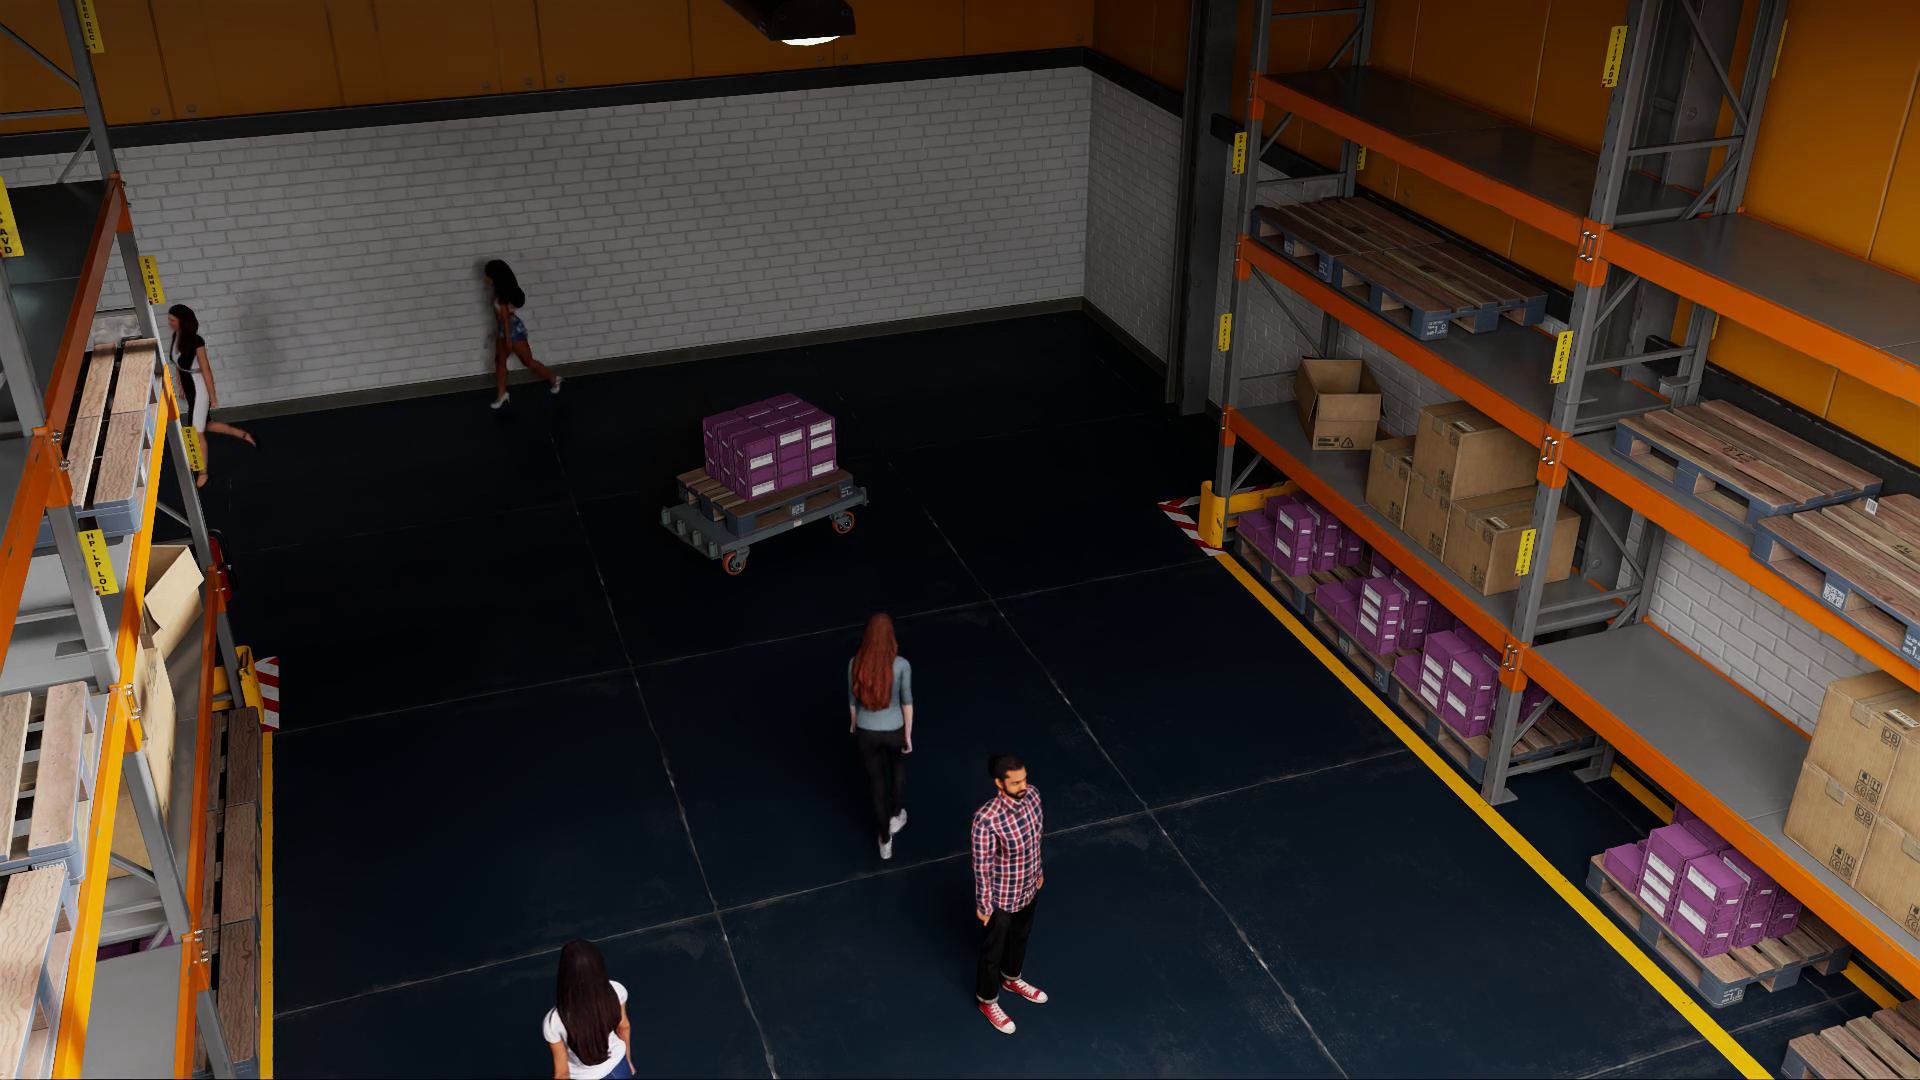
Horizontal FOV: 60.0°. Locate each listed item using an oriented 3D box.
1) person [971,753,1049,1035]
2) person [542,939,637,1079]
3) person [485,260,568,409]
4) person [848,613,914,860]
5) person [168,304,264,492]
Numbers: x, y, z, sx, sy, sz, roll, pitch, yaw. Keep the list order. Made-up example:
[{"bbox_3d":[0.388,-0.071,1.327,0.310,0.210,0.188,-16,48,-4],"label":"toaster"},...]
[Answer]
[{"bbox_3d":[0.274,1.941,9.355,0.792,1.761,0.789,21,35,34],"label":"person"},{"bbox_3d":[-1.746,2.644,8.052,0.664,1.774,0.648,-24,37,-37],"label":"person"},{"bbox_3d":[-4.469,-2.079,16.917,0.721,1.576,0.986,-13,31,-22],"label":"person"},{"bbox_3d":[-0.503,1.293,10.577,0.688,1.727,0.769,-1,29,-1],"label":"person"},{"bbox_3d":[-6.964,-1.348,15.367,1.061,1.777,0.977,22,35,34],"label":"person"}]
